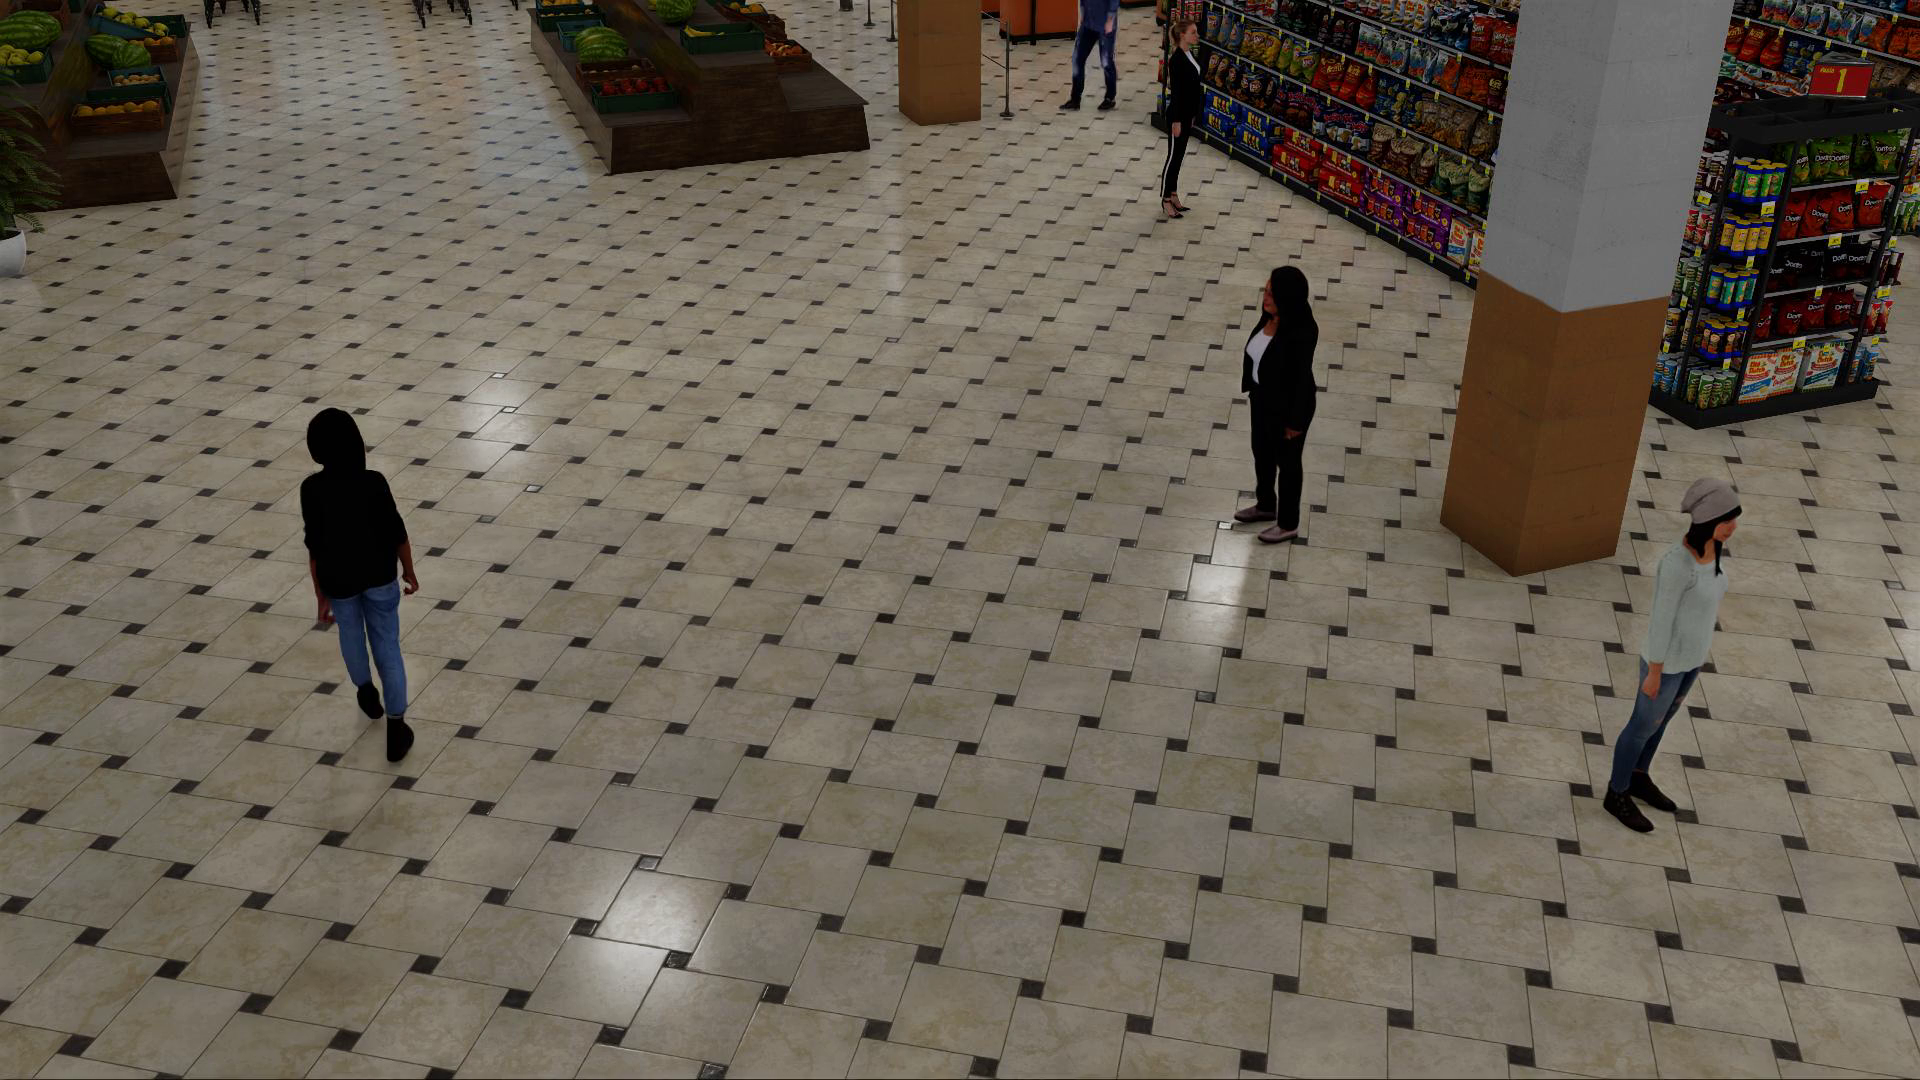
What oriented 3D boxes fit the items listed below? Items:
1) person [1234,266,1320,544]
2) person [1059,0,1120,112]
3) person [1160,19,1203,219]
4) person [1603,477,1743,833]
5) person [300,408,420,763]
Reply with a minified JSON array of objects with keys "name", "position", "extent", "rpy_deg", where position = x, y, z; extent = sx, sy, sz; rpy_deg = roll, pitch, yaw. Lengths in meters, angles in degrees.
[{"name":"person","position":[1.802,-0.766,9.313],"extent":[0.711,1.613,0.573],"rpy_deg":[-12,31,-21]},{"name":"person","position":[1.527,-5.489,17.770],"extent":[1.042,1.798,1.059],"rpy_deg":[23,36,35]},{"name":"person","position":[1.922,-3.696,14.581],"extent":[0.749,1.707,0.683],"rpy_deg":[12,31,20]},{"name":"person","position":[3.011,0.470,7.012],"extent":[0.607,1.648,0.622],"rpy_deg":[25,37,38]},{"name":"person","position":[-2.658,0.249,7.380],"extent":[0.617,1.684,0.841],"rpy_deg":[-8,30,-13]}]
